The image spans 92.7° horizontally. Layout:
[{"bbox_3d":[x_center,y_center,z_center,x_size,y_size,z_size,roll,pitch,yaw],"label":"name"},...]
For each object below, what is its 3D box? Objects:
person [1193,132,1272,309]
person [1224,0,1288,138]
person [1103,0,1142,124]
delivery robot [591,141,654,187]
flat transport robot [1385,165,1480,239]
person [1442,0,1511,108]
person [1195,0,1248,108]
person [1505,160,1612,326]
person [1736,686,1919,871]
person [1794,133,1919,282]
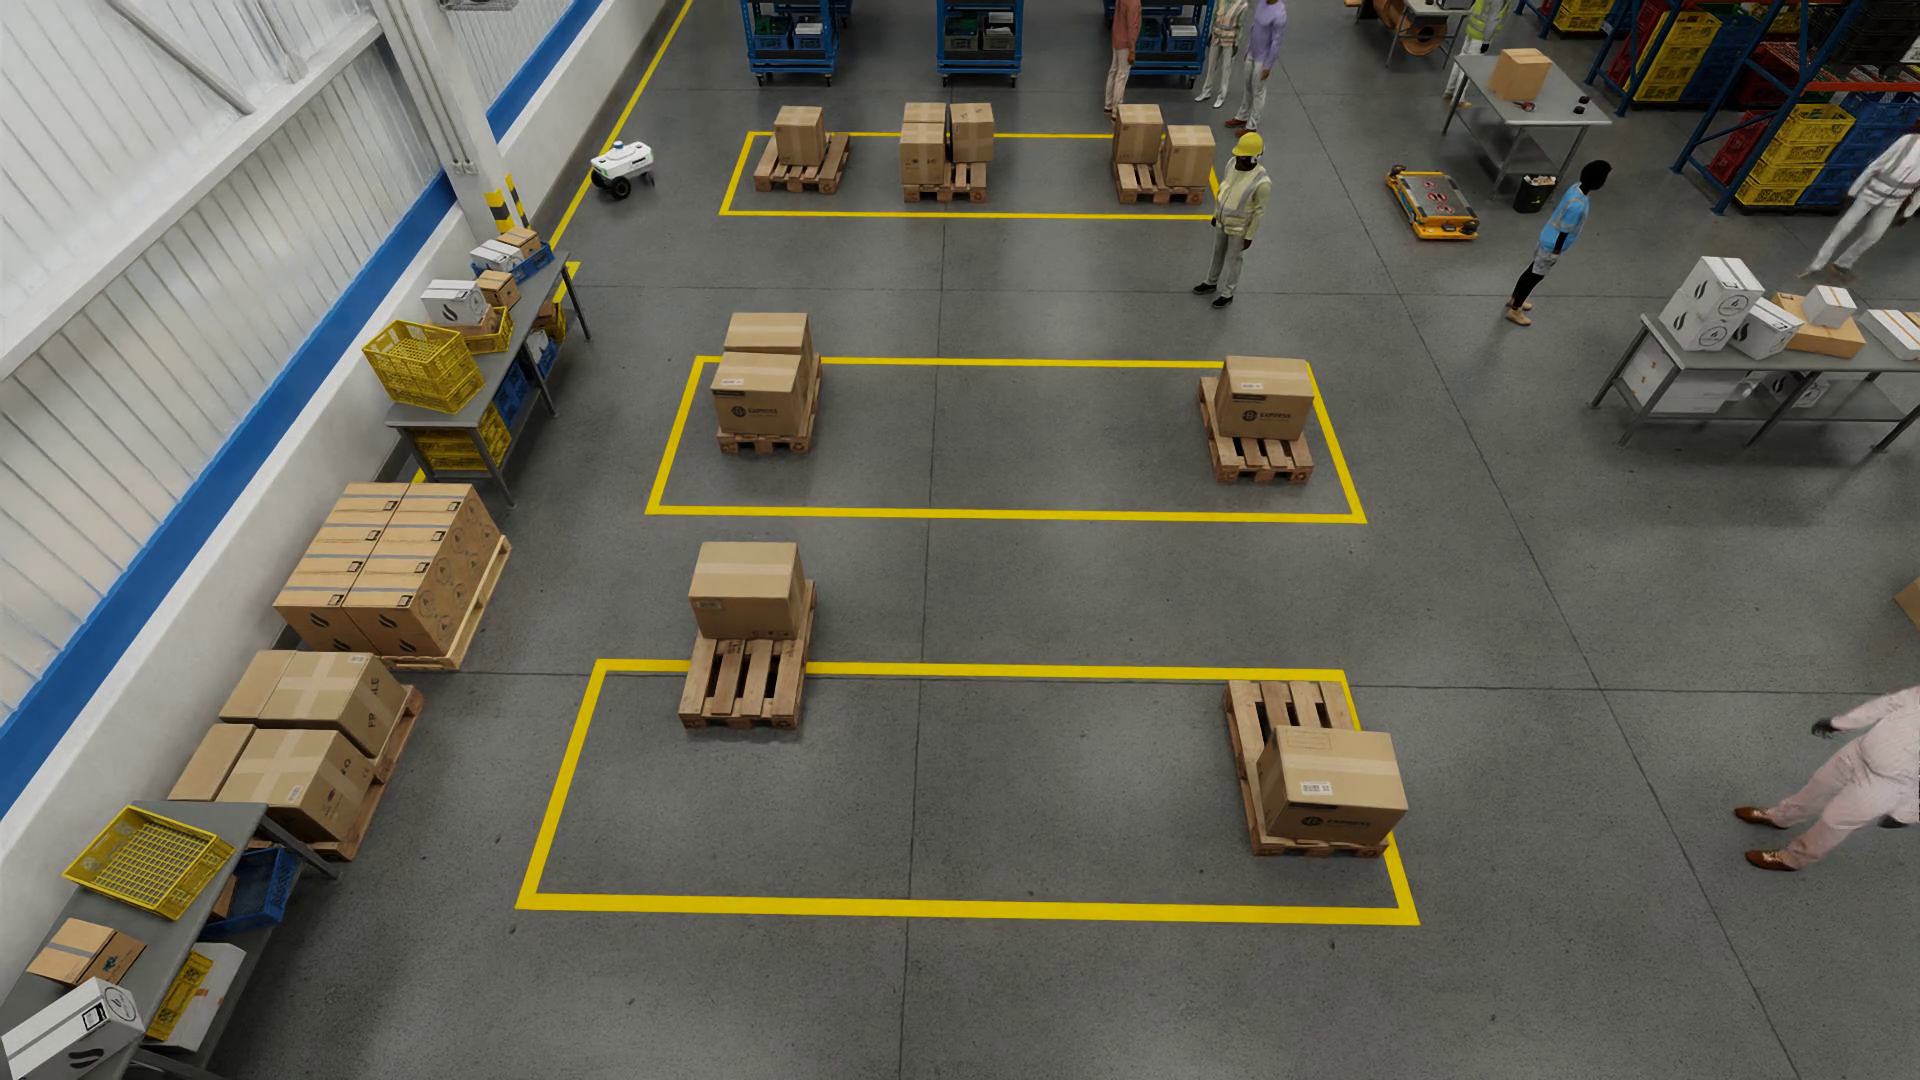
[{"bbox_3d":[2.761,-3.215,9.272,0.403,1.830,0.598,-22,53,-18],"label":"person"},{"bbox_3d":[3.854,-6.198,11.785,0.378,1.940,0.628,-9,50,-8],"label":"person"},{"bbox_3d":[2.188,-6.538,12.049,0.393,1.985,0.610,-9,50,-8],"label":"person"},{"bbox_3d":[-4.157,-4.668,11.310,0.477,0.478,0.707,36,58,27],"label":"delivery robot"},{"bbox_3d":[5.692,-4.094,11.059,0.652,0.197,1.431,1,49,1],"label":"flat transport robot"},{"bbox_3d":[7.069,-6.856,12.419,0.429,1.842,0.626,2,49,2],"label":"person"},{"bbox_3d":[3.593,-6.789,12.492,0.306,1.640,0.523,-36,58,-27],"label":"person"},{"bbox_3d":[5.944,-2.965,9.142,0.316,1.697,0.542,20,52,16],"label":"person"},{"bbox_3d":[5.327,1.324,5.302,0.438,1.903,0.663,11,50,9],"label":"person"},{"bbox_3d":[9.610,-3.545,9.552,0.681,1.852,0.379,20,52,16],"label":"person"}]
